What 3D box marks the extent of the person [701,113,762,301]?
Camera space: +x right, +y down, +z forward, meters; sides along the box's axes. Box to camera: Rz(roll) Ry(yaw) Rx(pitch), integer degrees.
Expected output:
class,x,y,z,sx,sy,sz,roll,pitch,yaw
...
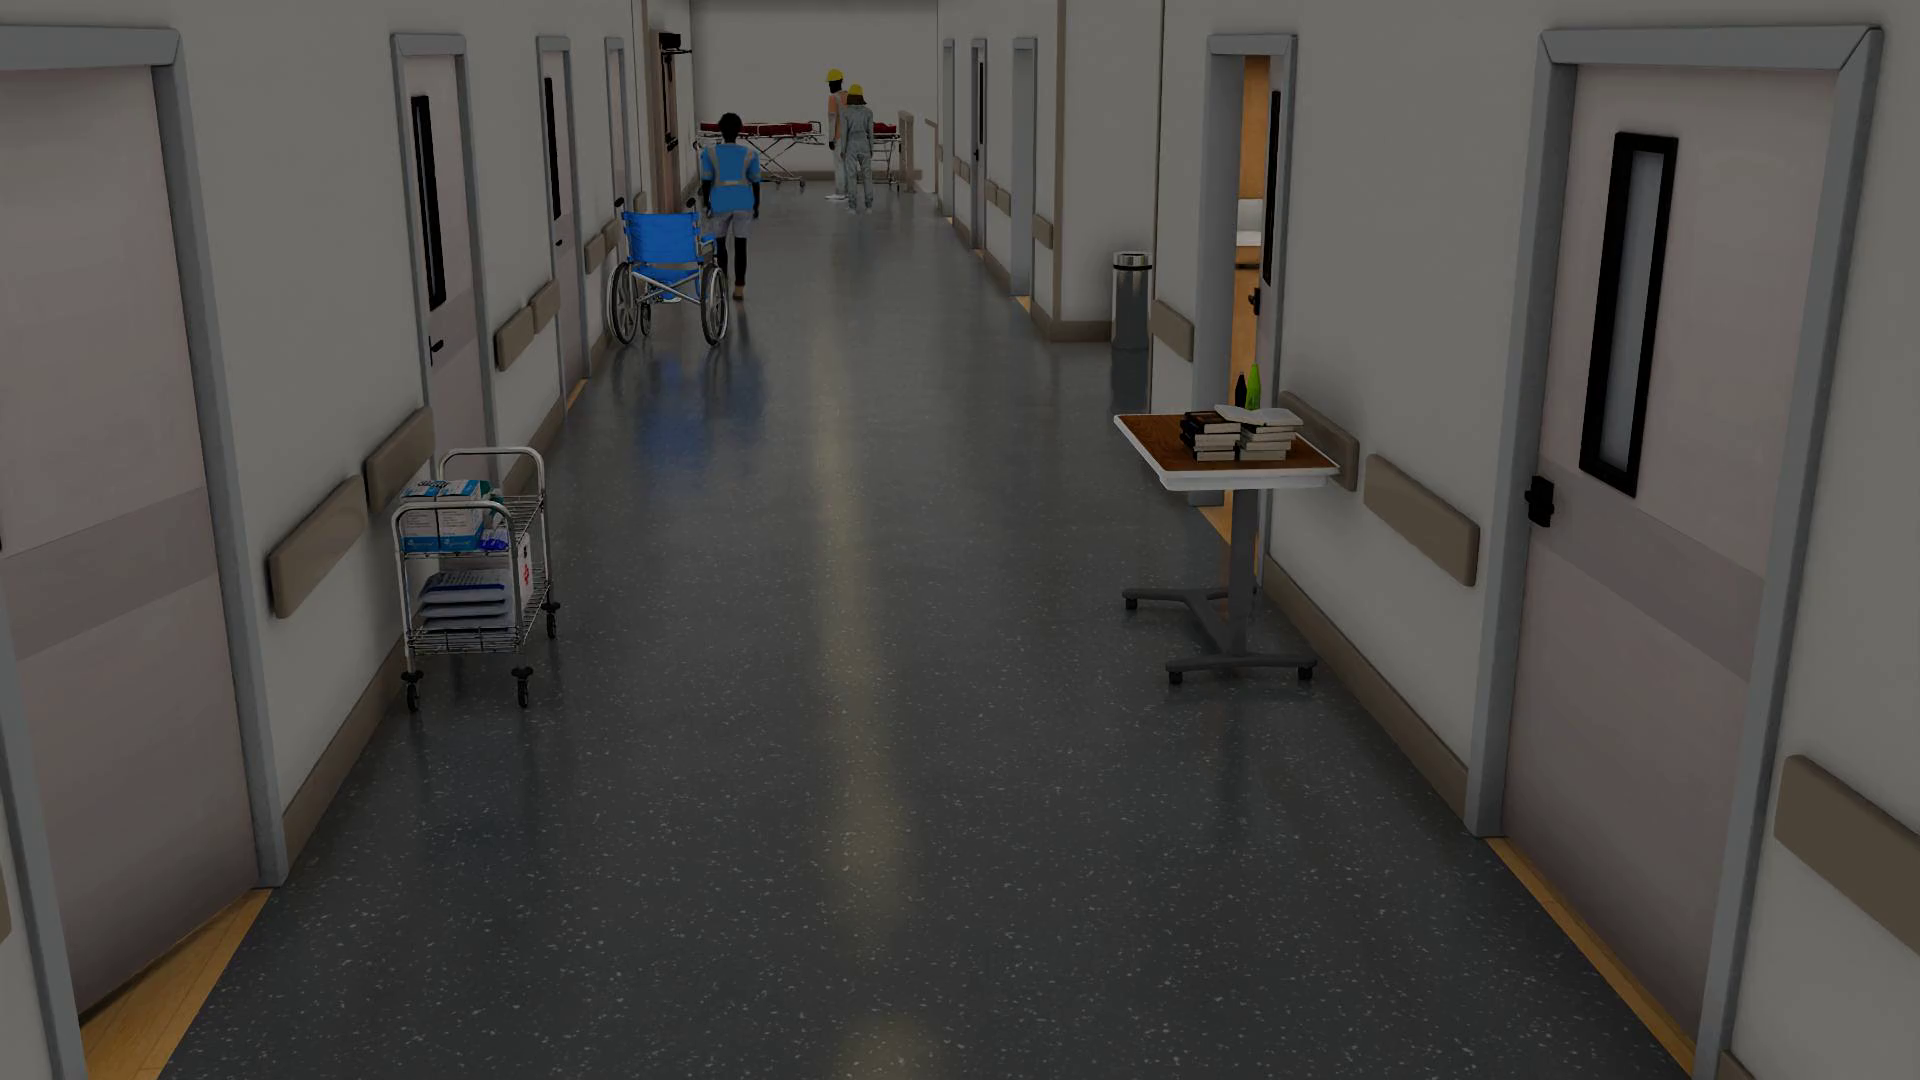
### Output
class,x,y,z,sx,sy,sz,roll,pitch,yaw
person,-2.089,-3.057,15.271,0.555,1.675,0.532,-3,17,-10

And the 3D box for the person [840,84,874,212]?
class,x,y,z,sx,sy,sz,roll,pitch,yaw
person,-1.444,-5.471,23.246,0.490,1.743,0.324,-6,18,-19

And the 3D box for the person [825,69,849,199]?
class,x,y,z,sx,sy,sz,roll,pitch,yaw
person,-1.830,-6.108,25.078,0.392,1.918,0.585,8,18,25
